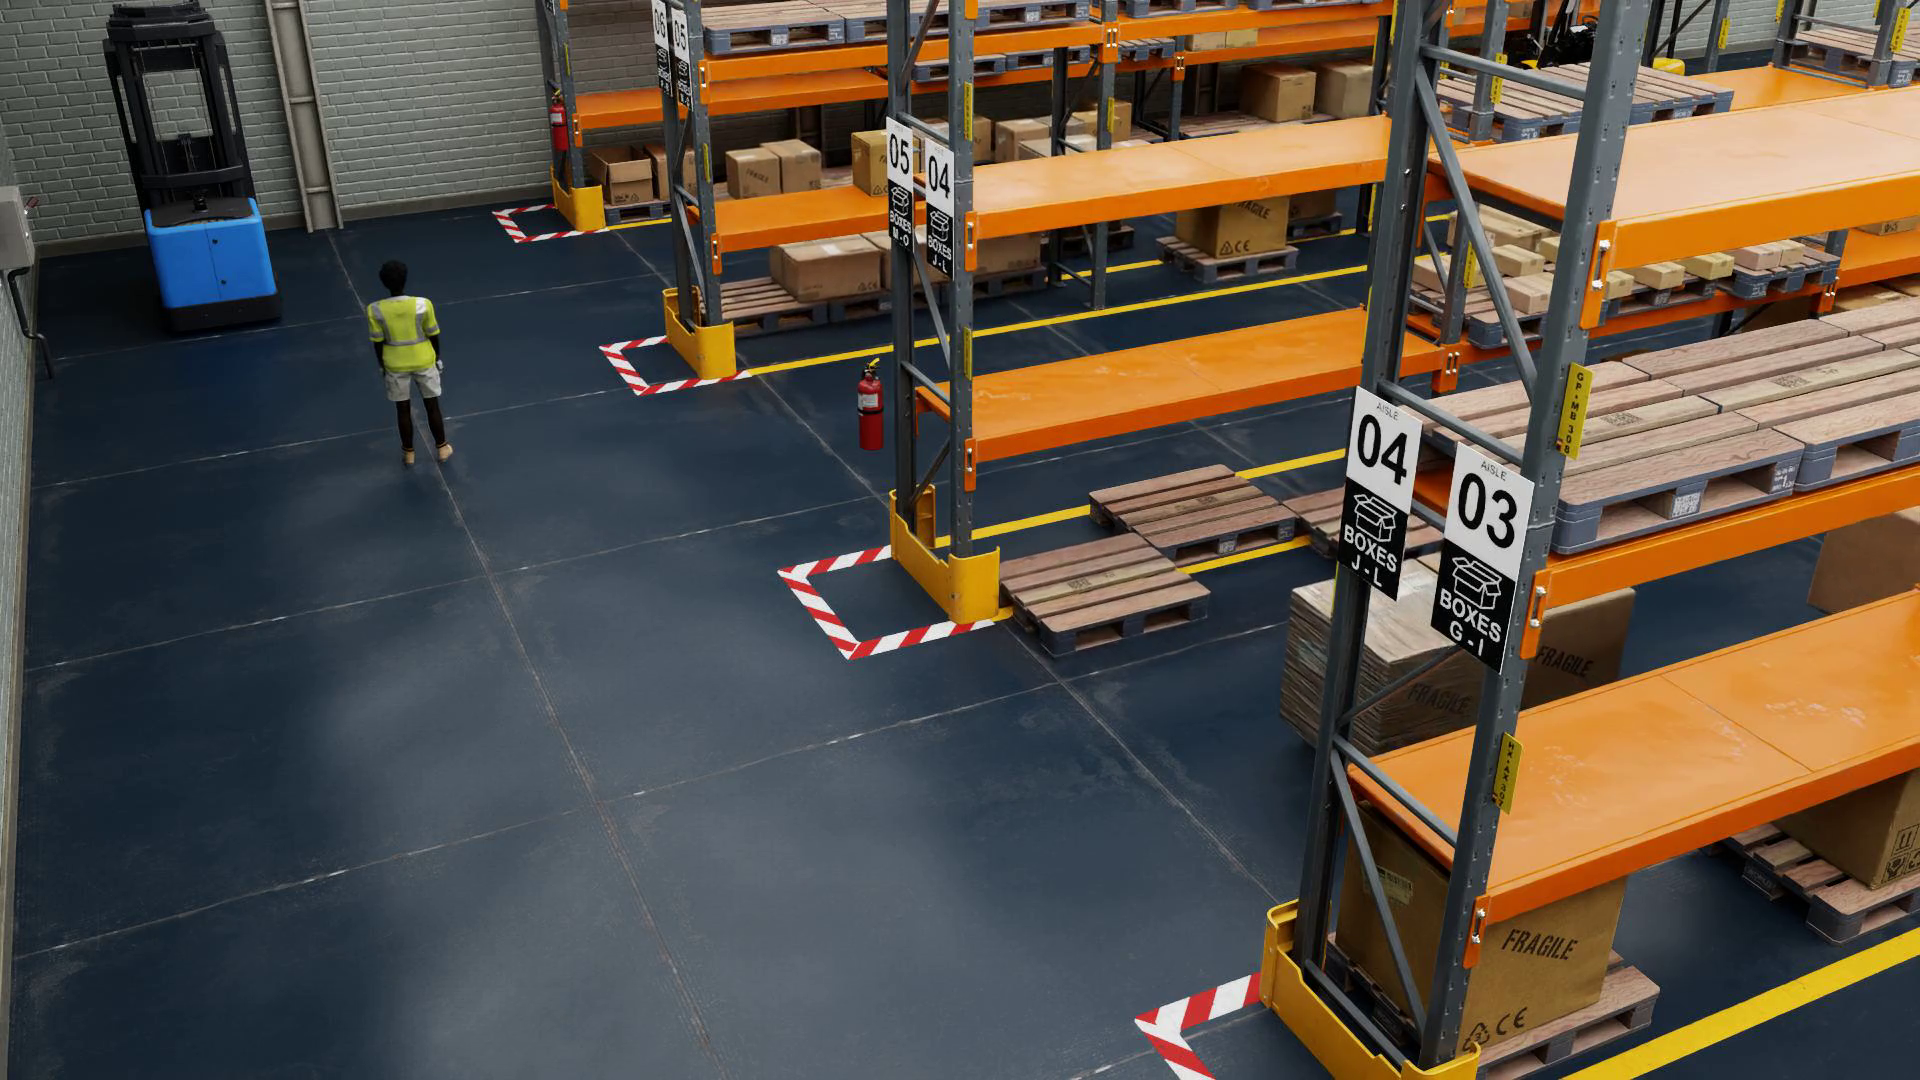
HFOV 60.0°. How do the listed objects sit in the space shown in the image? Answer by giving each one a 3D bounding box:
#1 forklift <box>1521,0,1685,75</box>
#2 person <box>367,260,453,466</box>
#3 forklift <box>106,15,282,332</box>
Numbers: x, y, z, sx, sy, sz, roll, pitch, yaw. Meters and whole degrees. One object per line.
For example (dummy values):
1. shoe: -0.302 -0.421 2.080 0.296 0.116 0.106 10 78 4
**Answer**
1. forklift: 8.950 -6.807 23.056 1.214 2.155 2.313 -12 30 -22
2. person: -4.374 -1.402 13.232 0.534 1.699 0.318 -7 28 -13
3. forklift: -7.548 -3.672 16.323 1.129 2.768 1.873 -12 30 -22
